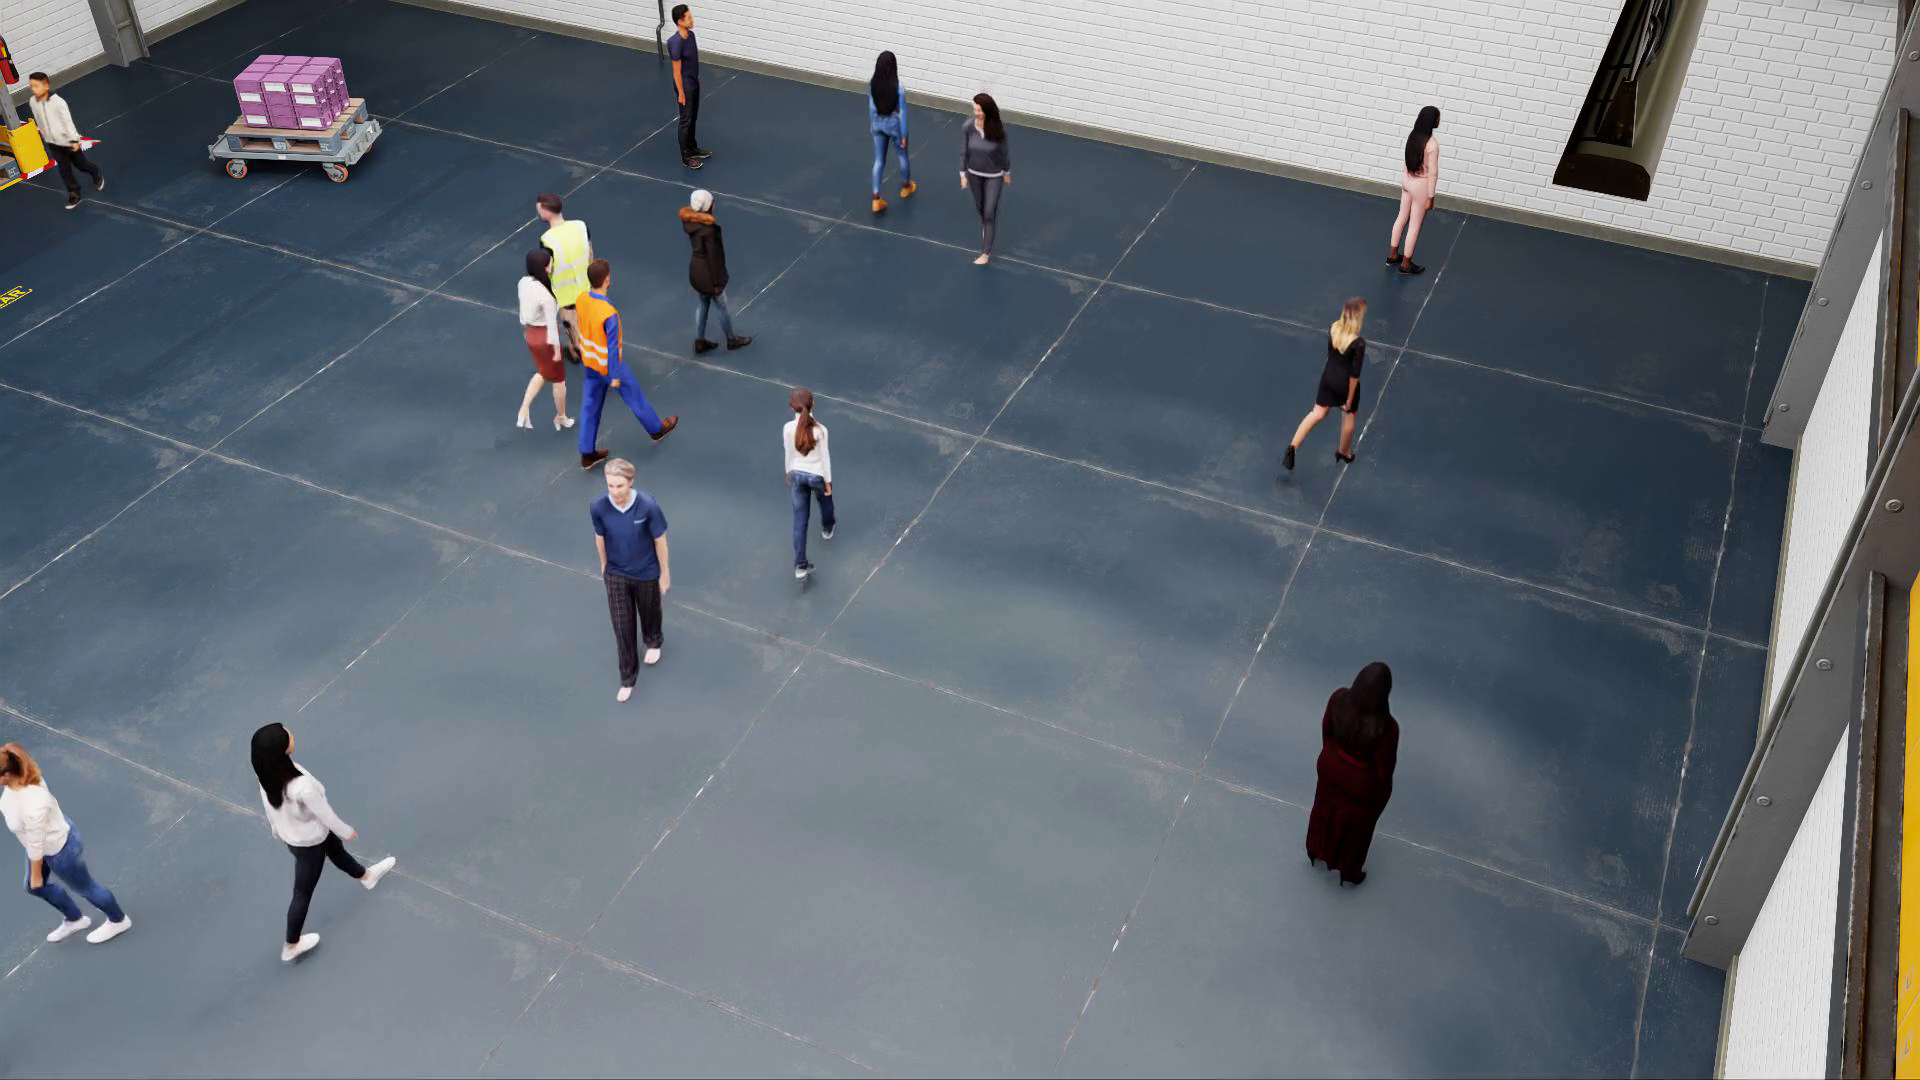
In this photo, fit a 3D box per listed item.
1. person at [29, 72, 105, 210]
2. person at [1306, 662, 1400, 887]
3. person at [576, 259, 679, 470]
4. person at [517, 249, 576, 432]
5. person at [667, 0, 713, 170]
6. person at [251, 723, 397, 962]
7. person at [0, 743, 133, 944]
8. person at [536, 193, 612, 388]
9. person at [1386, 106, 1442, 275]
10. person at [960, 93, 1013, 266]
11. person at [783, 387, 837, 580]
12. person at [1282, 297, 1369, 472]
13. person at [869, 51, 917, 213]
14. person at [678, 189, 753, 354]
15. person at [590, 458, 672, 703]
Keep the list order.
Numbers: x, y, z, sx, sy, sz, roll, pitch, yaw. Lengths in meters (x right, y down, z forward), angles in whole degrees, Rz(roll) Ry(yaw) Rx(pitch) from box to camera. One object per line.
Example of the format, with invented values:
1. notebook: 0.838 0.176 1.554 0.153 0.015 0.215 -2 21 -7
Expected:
1. person: -9.427 -4.254 17.529 0.750 1.444 0.903 3 39 4
2. person: 2.401 1.433 10.160 0.732 1.753 0.744 -30 47 -32
3. person: -2.985 -1.389 13.652 0.888 1.805 1.239 29 47 31
4. person: -3.558 -1.610 13.989 0.894 1.730 0.763 -29 47 -31
5. person: -2.983 -4.970 18.146 0.749 1.792 0.521 9 39 11
6. person: -3.919 1.797 9.784 0.785 1.653 1.177 26 45 29
7. person: -5.224 1.770 9.772 0.802 1.711 0.747 -27 46 -29
8. person: -3.382 -2.157 14.613 0.820 1.805 1.091 22 44 25
9. person: 4.466 -3.430 16.275 0.748 1.722 0.695 -14 41 -17
10. person: 0.275 -3.676 16.582 0.771 1.722 1.174 7 39 8
11. person: -1.179 -0.409 12.659 0.773 1.514 1.153 5 39 7
12. person: 3.025 -1.230 13.574 1.081 1.654 0.905 -22 44 -25
13. person: -0.783 -4.213 17.285 0.618 1.684 0.986 16 41 19
14. person: -2.325 -2.414 15.076 0.898 1.629 0.815 -23 44 -26
15. person: -2.281 0.148 11.694 0.942 1.847 1.098 -1 39 -1
